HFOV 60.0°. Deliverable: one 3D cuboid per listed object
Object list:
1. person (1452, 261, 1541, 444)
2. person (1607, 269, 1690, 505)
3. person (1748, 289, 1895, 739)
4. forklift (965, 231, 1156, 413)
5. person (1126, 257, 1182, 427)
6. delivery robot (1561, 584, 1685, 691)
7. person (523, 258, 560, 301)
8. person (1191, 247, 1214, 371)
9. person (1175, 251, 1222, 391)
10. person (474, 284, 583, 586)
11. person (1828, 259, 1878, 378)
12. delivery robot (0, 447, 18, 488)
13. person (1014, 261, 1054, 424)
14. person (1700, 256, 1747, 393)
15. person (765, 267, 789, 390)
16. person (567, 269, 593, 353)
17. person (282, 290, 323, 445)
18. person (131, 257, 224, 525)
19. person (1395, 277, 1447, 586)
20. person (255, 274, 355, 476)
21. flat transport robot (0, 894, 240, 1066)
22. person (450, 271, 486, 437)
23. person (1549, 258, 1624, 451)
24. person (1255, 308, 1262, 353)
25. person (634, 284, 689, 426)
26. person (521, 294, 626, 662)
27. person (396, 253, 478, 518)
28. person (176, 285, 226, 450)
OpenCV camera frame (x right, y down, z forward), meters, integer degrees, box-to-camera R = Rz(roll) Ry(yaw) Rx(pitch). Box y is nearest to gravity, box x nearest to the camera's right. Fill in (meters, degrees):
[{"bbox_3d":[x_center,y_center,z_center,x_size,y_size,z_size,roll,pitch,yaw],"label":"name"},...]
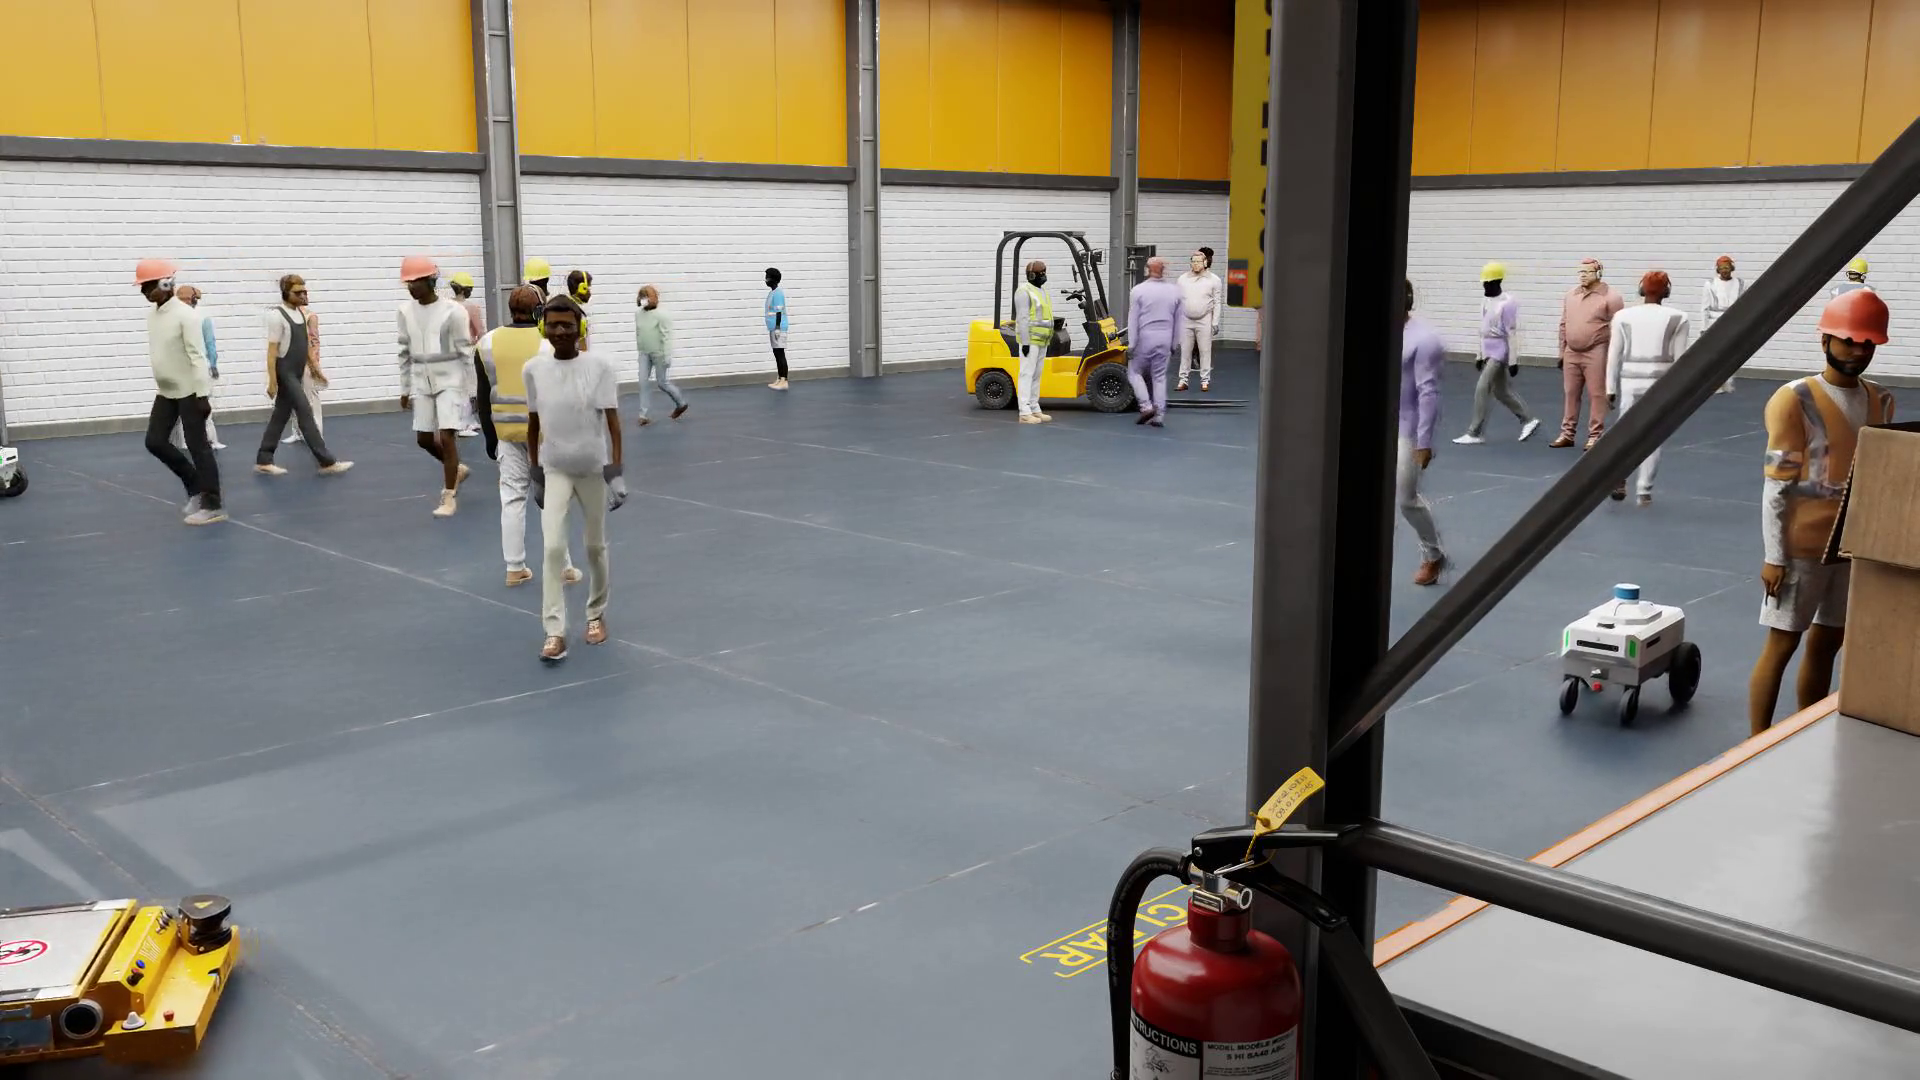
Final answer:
[{"bbox_3d":[5.564,-1.913,17.042,0.903,1.883,0.616,-1,10,-5],"label":"person"},{"bbox_3d":[5.374,-1.181,13.048,0.580,1.873,0.516,6,12,30],"label":"person"},{"bbox_3d":[3.297,0.021,6.321,0.548,1.934,0.375,-3,11,-17],"label":"person"},{"bbox_3d":[1.222,-2.721,20.561,2.313,2.155,1.214,2,11,13],"label":"forklift"},{"bbox_3d":[2.134,-2.193,18.517,0.668,1.888,0.440,-4,11,-21],"label":"person"},{"bbox_3d":[3.006,0.443,7.527,0.477,0.478,0.707,9,14,39],"label":"delivery robot"},{"bbox_3d":[-3.893,-1.658,15.523,0.584,1.918,0.381,1,10,5],"label":"person"},{"bbox_3d":[3.817,-3.642,26.256,0.399,1.955,0.610,6,12,28],"label":"person"},{"bbox_3d":[3.243,-2.988,22.803,0.640,1.910,0.407,4,11,20],"label":"person"},{"bbox_3d":[-2.597,-0.630,10.120,0.636,1.842,0.429,2,11,9],"label":"person"},{"bbox_3d":[11.273,-2.624,21.018,0.404,1.831,0.600,-10,14,-43],"label":"person"},{"bbox_3d":[-7.972,-0.620,13.323,0.707,0.478,0.477,-1,11,-7],"label":"delivery robot"},{"bbox_3d":[0.857,-2.256,18.991,0.430,1.845,0.619,5,12,26],"label":"person"},{"bbox_3d":[10.277,-2.886,22.415,0.622,1.843,0.521,2,11,9],"label":"person"},{"bbox_3d":[-2.548,-2.928,23.073,0.321,1.690,0.536,-3,11,-17],"label":"person"},{"bbox_3d":[-3.313,-1.416,14.436,0.455,1.836,0.565,-10,14,-43],"label":"person"},{"bbox_3d":[-6.751,-1.796,17.030,0.513,1.641,0.309,5,12,27],"label":"person"},{"bbox_3d":[-5.754,-1.085,12.253,0.737,1.962,0.489,7,13,34],"label":"person"},{"bbox_3d":[2.619,-0.648,10.034,0.708,1.933,0.644,-7,12,-33],"label":"person"},{"bbox_3d":[-5.887,-1.443,14.699,0.897,1.794,0.505,0,10,0],"label":"person"},{"bbox_3d":[-2.736,1.204,4.404,1.431,0.197,0.652,-2,11,-14],"label":"flat transport robot"},{"bbox_3d":[-5.230,-1.982,17.766,0.558,1.745,0.704,4,11,22],"label":"person"},{"bbox_3d":[6.223,-1.840,16.542,0.400,1.910,0.643,-8,13,-36],"label":"person"},{"bbox_3d":[5.610,-4.307,30.069,0.419,1.887,0.700,-6,12,-31],"label":"person"},{"bbox_3d":[-3.419,-2.100,18.820,0.526,1.598,0.719,6,12,29],"label":"person"},{"bbox_3d":[-1.950,-0.308,8.413,0.537,1.831,0.907,-1,10,-3],"label":"person"},{"bbox_3d":[-3.954,-1.191,12.746,0.638,2.012,0.751,2,11,13],"label":"person"},{"bbox_3d":[-7.611,-1.700,16.509,0.514,1.640,0.310,1,10,7],"label":"person"}]
